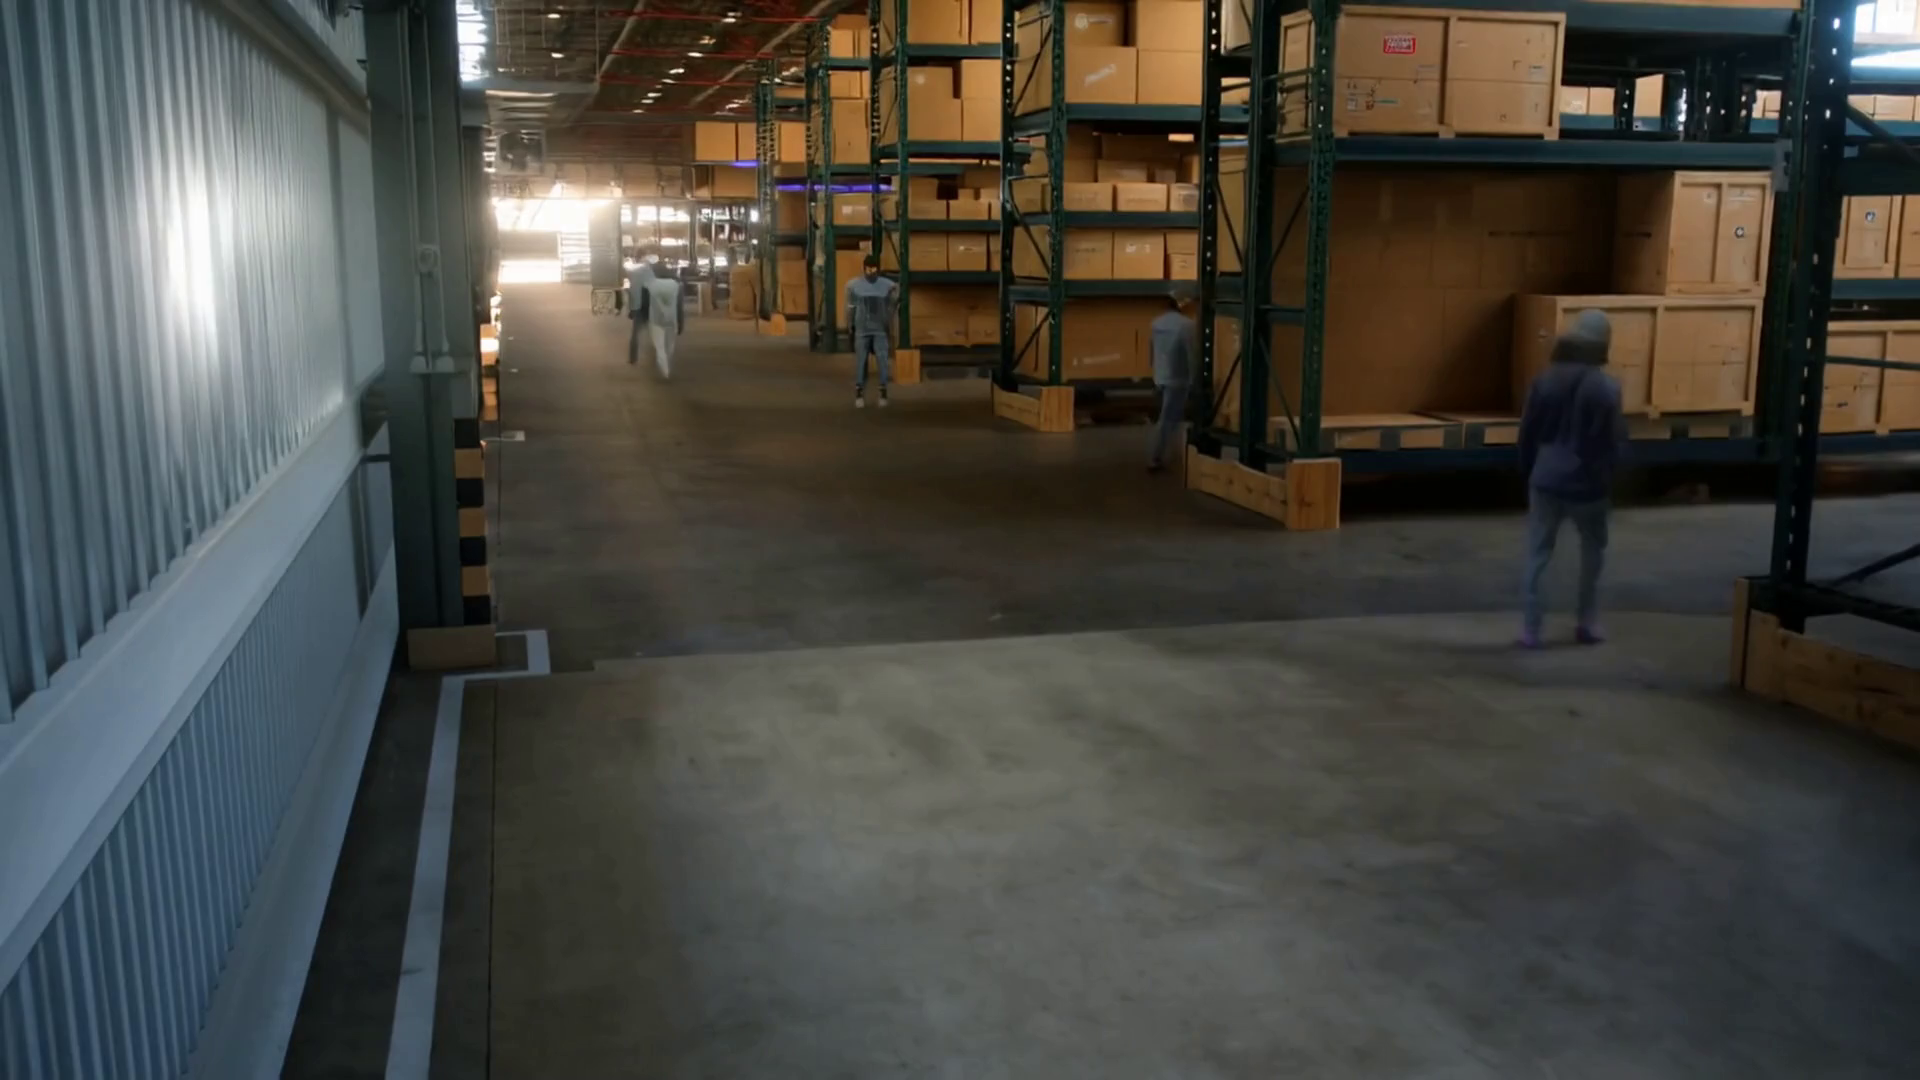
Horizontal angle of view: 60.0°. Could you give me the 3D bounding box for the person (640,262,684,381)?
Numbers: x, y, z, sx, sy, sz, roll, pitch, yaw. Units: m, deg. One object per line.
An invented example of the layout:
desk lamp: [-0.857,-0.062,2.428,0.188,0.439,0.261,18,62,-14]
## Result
person: [-4.516,-3.311,25.213,0.635,1.798,0.957,-4,11,-24]

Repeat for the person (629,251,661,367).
person: [-5.296,-3.887,28.023,0.671,1.945,0.382,4,11,23]

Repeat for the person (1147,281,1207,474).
person: [1.946,-1.441,14.826,0.682,1.711,0.570,-5,11,-28]

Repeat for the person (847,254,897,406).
person: [-1.110,-2.653,21.104,0.624,1.931,0.368,0,10,-1]

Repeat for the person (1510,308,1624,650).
person: [3.046,-0.297,8.348,0.606,1.714,0.550,8,13,40]
